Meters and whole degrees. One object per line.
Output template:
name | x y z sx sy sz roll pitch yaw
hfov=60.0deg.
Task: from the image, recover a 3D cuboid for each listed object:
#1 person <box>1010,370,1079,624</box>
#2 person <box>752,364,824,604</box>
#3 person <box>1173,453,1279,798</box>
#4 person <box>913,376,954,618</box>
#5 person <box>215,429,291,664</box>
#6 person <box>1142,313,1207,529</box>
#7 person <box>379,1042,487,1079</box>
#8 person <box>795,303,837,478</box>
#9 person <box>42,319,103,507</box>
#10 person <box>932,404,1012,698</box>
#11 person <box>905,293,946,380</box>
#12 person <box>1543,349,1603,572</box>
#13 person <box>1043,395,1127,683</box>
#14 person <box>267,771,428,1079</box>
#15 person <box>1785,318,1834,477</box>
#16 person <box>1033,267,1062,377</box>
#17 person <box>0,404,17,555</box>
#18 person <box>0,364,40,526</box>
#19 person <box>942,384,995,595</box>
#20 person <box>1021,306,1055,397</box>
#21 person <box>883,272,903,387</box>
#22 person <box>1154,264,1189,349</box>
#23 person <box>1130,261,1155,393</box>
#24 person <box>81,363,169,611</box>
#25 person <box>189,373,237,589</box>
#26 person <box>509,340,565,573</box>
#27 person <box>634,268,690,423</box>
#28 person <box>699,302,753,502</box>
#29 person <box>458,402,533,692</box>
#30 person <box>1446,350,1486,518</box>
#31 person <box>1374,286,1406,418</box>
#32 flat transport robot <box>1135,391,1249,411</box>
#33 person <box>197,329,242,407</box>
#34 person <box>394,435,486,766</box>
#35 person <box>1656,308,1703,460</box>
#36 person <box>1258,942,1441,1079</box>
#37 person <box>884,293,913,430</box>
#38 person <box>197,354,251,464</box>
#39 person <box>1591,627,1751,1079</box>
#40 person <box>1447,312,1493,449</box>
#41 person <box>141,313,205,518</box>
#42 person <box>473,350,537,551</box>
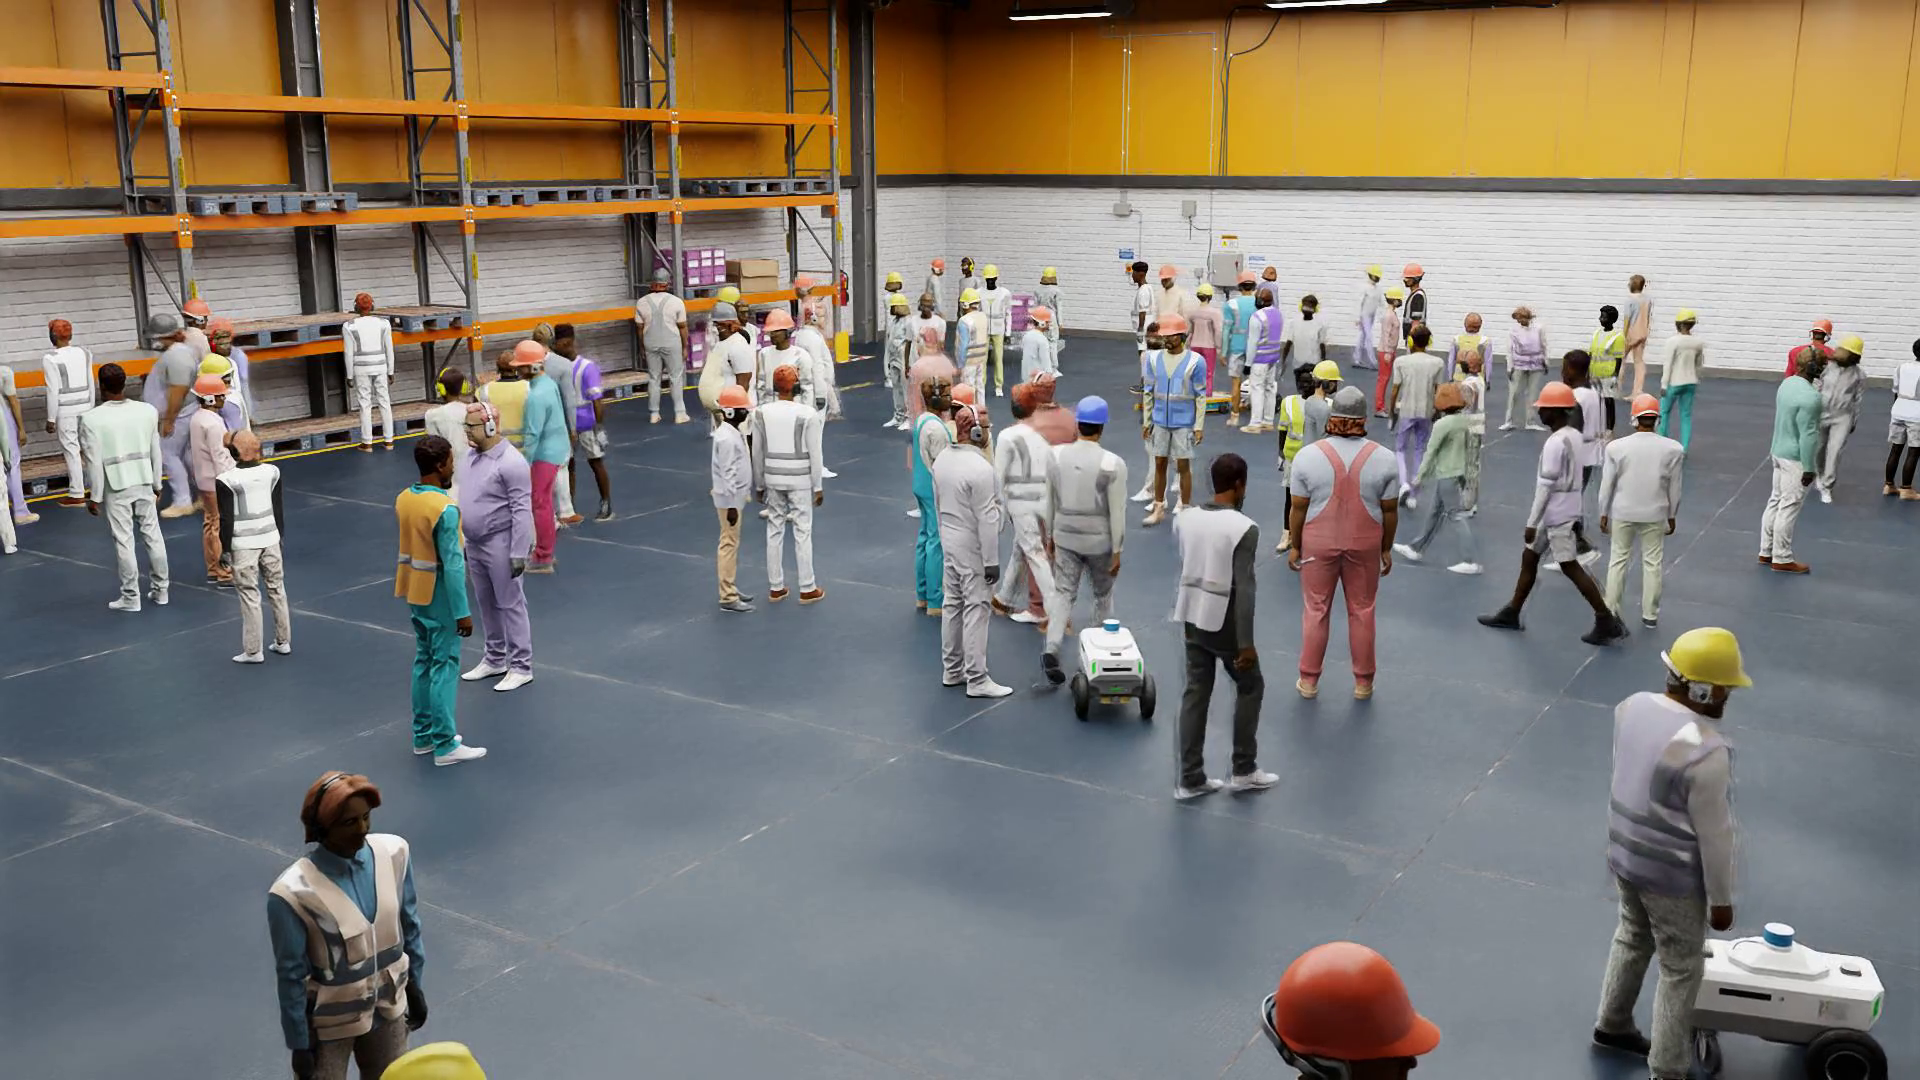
person | 0.600 -0.320 12.483 0.399 1.912 0.642 12 17 42
person | -1.339 -0.432 13.025 0.573 1.883 0.357 4 14 17
person | 1.476 0.465 9.123 0.735 1.883 0.642 -9 16 -33
person | -0.180 -0.329 12.662 0.345 1.846 0.508 -4 14 -18
person | -4.888 0.043 11.504 0.306 1.637 0.523 7 15 27
person | 1.991 -1.110 15.614 0.615 2.041 0.392 7 15 29
person | -1.055 1.847 3.415 0.341 1.760 0.525 -4 14 -18
person | -1.577 -1.638 18.204 0.409 1.907 0.649 -4 14 -19
person | -8.905 -1.269 16.658 0.356 1.883 0.572 4 14 17
person | 0.086 0.069 10.800 0.408 1.909 0.638 -7 15 -29
person | -0.423 -2.113 20.460 0.504 1.812 0.777 -1 13 -3
person | 5.124 -0.643 13.925 0.453 1.896 0.597 9 16 33
person | 0.813 -0.004 11.091 0.607 1.915 0.814 6 14 23
person | -1.904 1.497 5.221 0.316 1.630 0.510 8 15 31
person | 9.320 -1.550 18.201 0.575 1.736 0.355 9 16 33
person | 1.410 -3.479 26.547 0.489 1.743 0.323 7 15 27
person | -8.551 -0.647 14.498 0.514 1.637 0.309 -10 16 -36
person | -9.127 -1.047 15.777 0.504 1.847 0.344 1 13 2
person | 0.002 -0.340 12.908 0.572 1.749 0.342 2 13 10
person | 1.015 -1.910 19.776 0.747 1.719 0.603 -4 14 -17
person | -1.001 -3.205 25.355 0.290 1.746 0.486 4 14 18
person | 2.992 -2.945 23.715 0.478 1.971 0.630 -10 16 -37
person | 2.705 -3.157 24.696 0.385 1.957 0.602 2 13 8
person | -6.420 -0.404 12.823 0.391 1.920 0.587 9 16 33
person | -6.030 -0.482 13.526 0.329 1.751 0.566 -10 17 -38
person | -3.542 -0.698 13.973 0.460 1.976 0.630 -1 13 -6
person | -3.893 -2.561 21.915 0.684 2.000 0.538 2 13 7
person | -2.373 -1.391 16.838 0.535 2.000 0.687 -6 14 -23
person | -3.083 0.040 10.928 0.653 1.906 0.405 11 17 41
person | 4.935 -1.029 16.157 0.315 1.636 0.514 7 15 29
person | 5.787 -2.528 22.373 0.326 1.767 0.533 5 14 22
flat transport robot | 3.189 -1.880 22.839 1.431 0.197 0.652 -6 14 -23
person | -7.142 -1.123 16.103 0.373 1.843 0.570 1 13 4
person | -3.033 0.349 9.589 0.386 1.912 0.595 -11 17 -41
person | 8.313 -1.814 19.336 0.550 1.748 0.627 -4 13 -16
person | 0.720 1.741 3.351 0.373 1.997 0.618 8 15 32
person | -0.782 -2.298 21.424 0.297 1.743 0.493 -9 16 -35
person | -6.252 -0.680 14.219 0.404 1.829 0.591 -6 14 -24
person | 2.614 1.184 6.160 0.414 1.817 0.623 -2 13 -8
person | 6.100 -1.899 19.923 0.524 1.639 0.306 8 15 32
person | -7.590 -1.233 16.155 0.638 2.000 0.741 -7 15 -29
person | -3.844 -0.721 14.371 0.625 1.844 0.429 -1 13 -6
